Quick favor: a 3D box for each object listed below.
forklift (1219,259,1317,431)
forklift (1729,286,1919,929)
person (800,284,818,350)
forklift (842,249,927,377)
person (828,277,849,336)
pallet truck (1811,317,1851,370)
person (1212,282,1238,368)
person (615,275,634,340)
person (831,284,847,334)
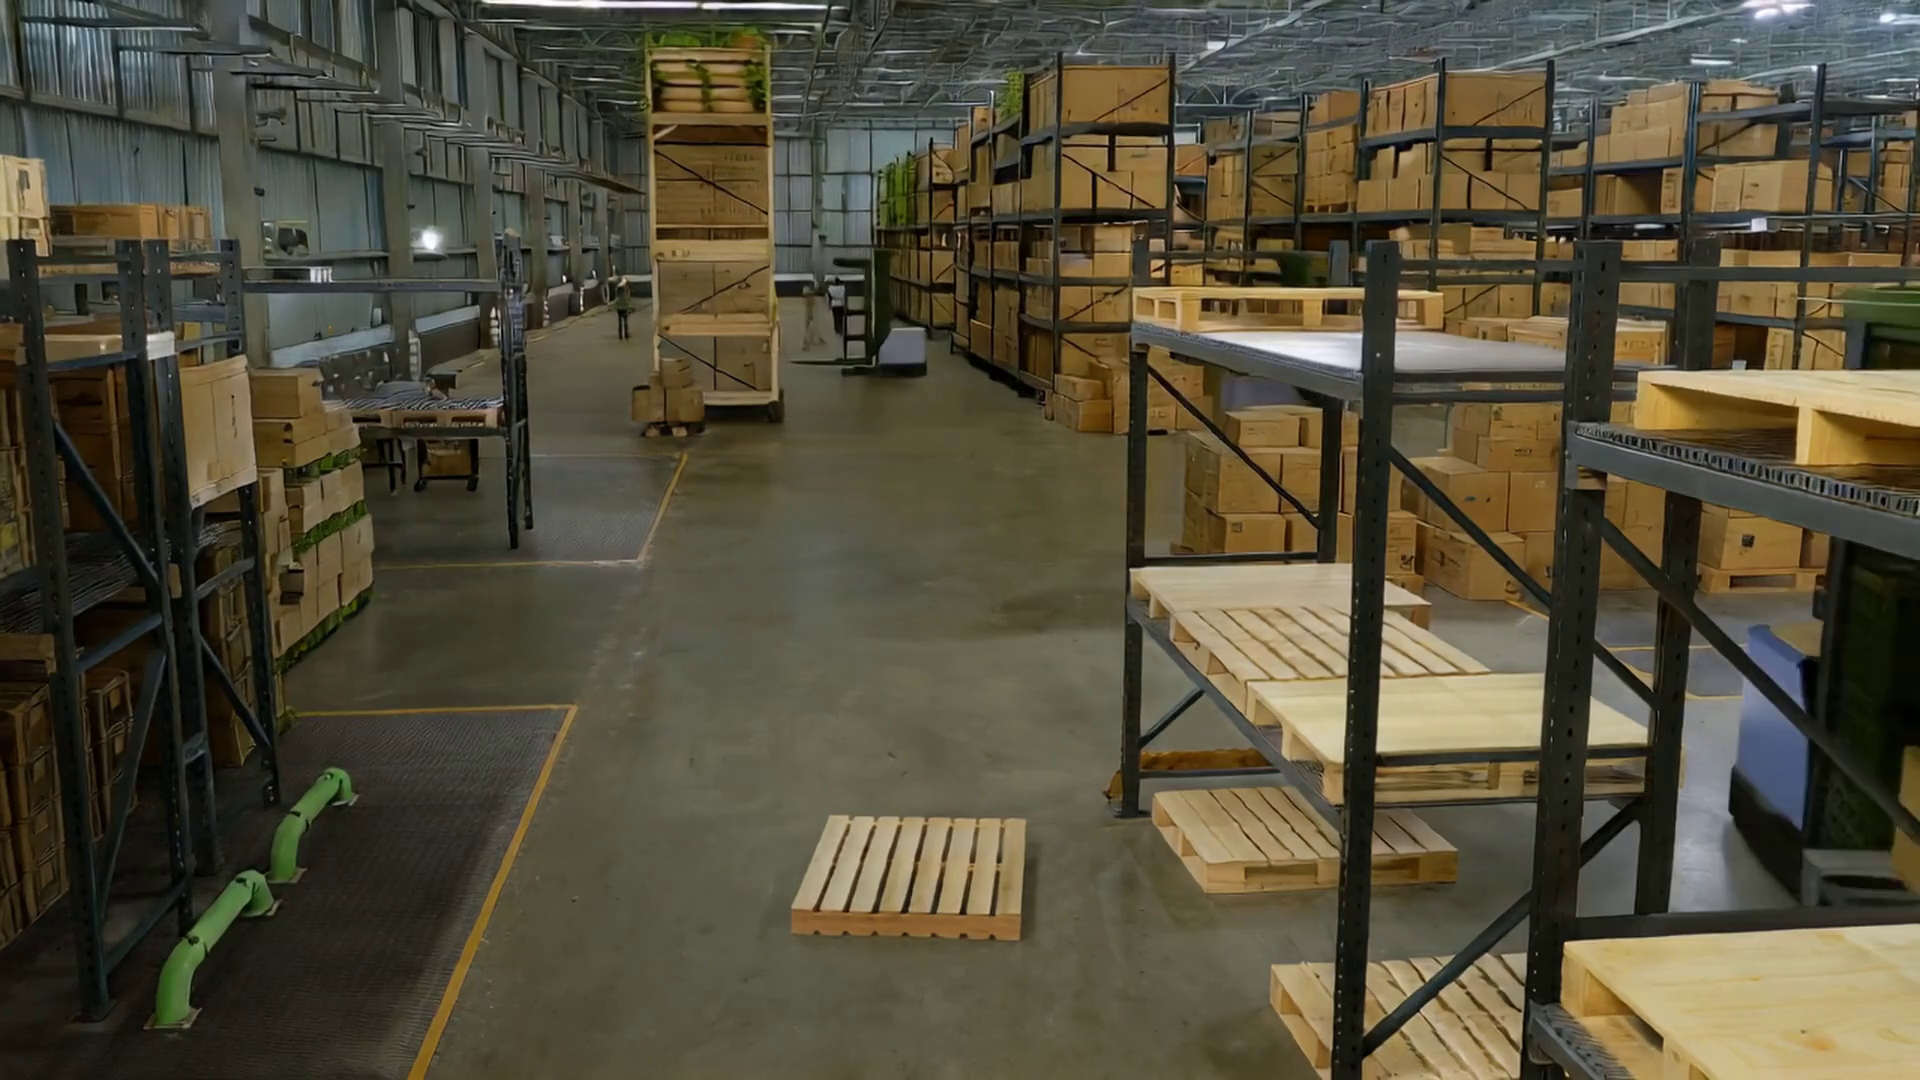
[{"bbox_3d":[4.818,-2.741,24.121,1.873,2.768,1.129,-1,10,-6],"label":"forklift"},{"bbox_3d":[4.405,0.254,7.526,1.129,2.768,1.873,1,10,8],"label":"forklift"},{"bbox_3d":[-4.200,-6.163,46.017,0.438,1.830,0.630,0,10,2],"label":"person"},{"bbox_3d":[-1.700,-5.039,36.852,1.873,2.768,1.129,-1,10,-4],"label":"forklift"},{"bbox_3d":[-3.864,-7.405,52.795,0.611,1.864,1.022,2,10,11],"label":"person"},{"bbox_3d":[15.846,-3.142,28.793,1.885,1.965,0.823,2,10,12],"label":"pallet truck"},{"bbox_3d":[6.320,-5.144,39.826,0.626,2.011,0.694,-1,10,-7],"label":"person"},{"bbox_3d":[-10.232,-7.105,50.785,0.399,1.984,0.609,9,13,40],"label":"person"},{"bbox_3d":[-3.966,-7.484,53.929,0.515,1.593,0.813,-5,12,-28],"label":"person"}]
